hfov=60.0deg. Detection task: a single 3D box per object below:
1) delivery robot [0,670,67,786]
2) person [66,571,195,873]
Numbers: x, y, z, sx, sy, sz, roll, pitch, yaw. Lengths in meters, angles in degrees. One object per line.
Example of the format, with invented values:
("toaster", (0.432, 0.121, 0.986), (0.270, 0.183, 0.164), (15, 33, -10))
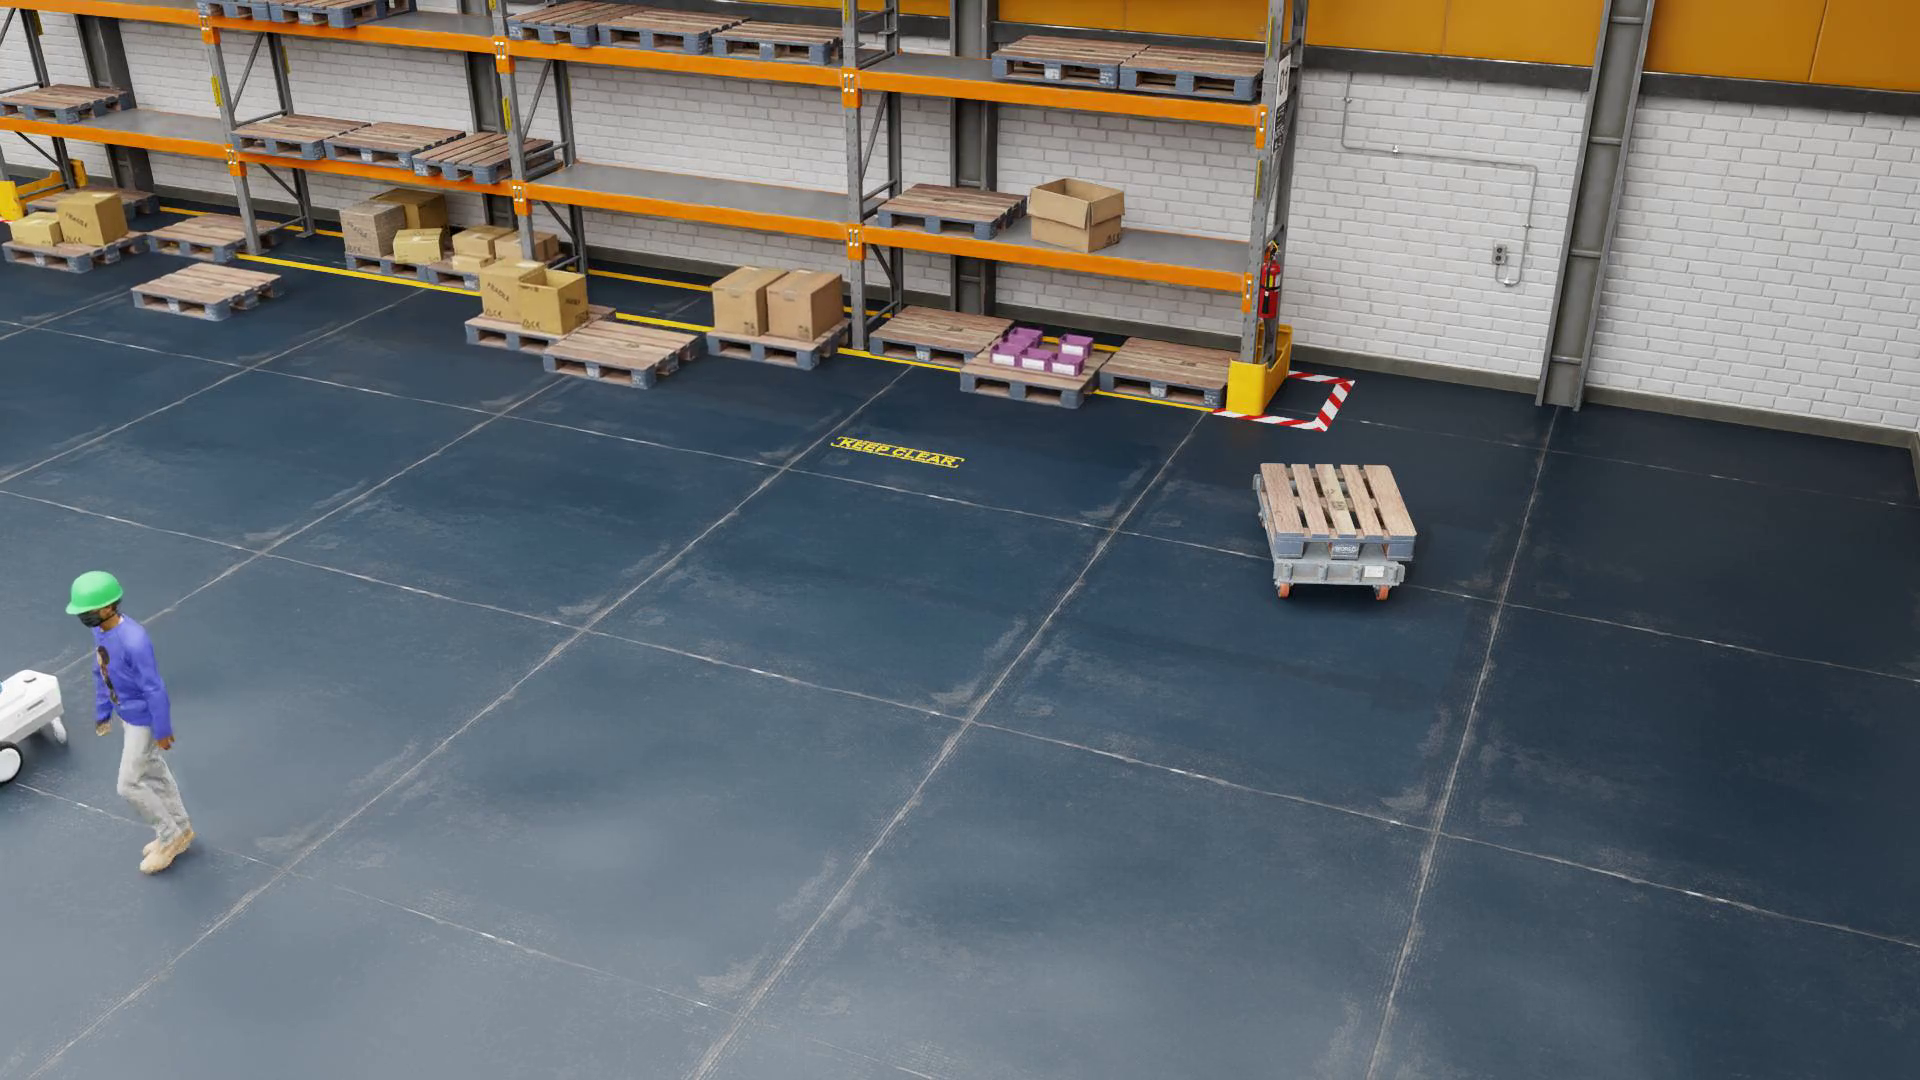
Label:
("delivery robot", (-6.005, 1.163, 10.386), (0.510, 0.614, 0.785), (10, 29, 19))
("person", (-4.656, 1.008, 9.243), (0.477, 1.854, 0.504), (24, 36, 39))
